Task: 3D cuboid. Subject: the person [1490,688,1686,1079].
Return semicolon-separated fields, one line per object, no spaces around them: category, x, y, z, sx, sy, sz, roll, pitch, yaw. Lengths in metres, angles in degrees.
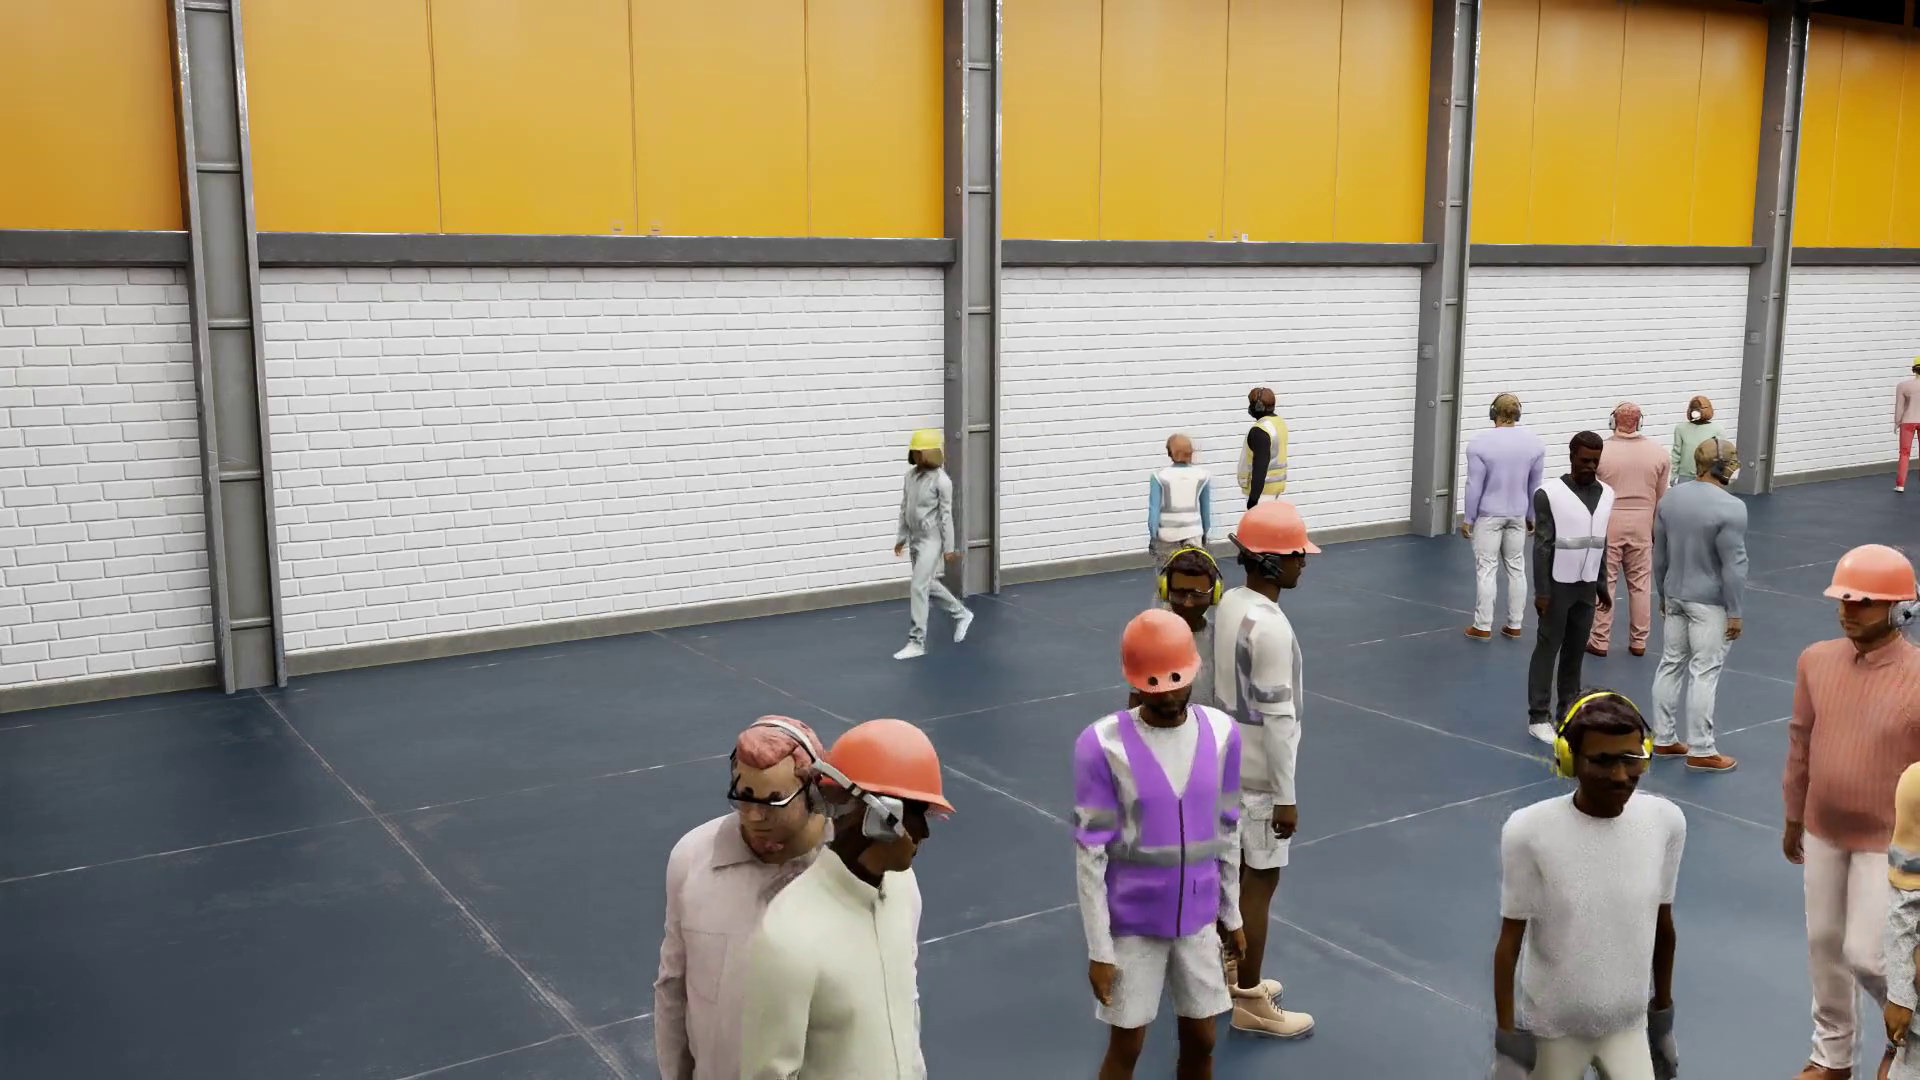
person;1.636;1.289;4.316;0.556;1.850;0.512;-1;9;-5

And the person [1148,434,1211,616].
person;1.731;-0.036;13.069;0.536;1.594;0.872;-1;10;-8

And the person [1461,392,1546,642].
person;4.177;-0.174;12.857;0.635;1.938;0.359;-2;10;-9

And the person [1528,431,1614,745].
person;3.742;0.280;10.208;0.587;1.914;0.391;-4;10;-25

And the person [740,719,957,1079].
person;-0.283;1.364;3.592;0.427;1.942;0.762;5;11;26

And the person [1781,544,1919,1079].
person;3.087;0.990;5.696;0.469;1.982;0.639;-5;11;-27

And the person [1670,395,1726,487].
person;7.271;-0.614;16.427;0.501;1.633;0.281;9;13;43

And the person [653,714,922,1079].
person;-0.419;1.335;3.892;0.639;1.902;0.407;2;10;12

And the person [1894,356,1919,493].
person;12.186;-1.469;21.186;0.522;1.769;0.310;5;11;27

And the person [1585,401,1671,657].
person;4.907;-0.078;12.380;0.643;1.910;0.400;0;9;3

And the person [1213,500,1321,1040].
person;1.153;0.860;6.320;0.373;2.043;0.615;-2;10;-9

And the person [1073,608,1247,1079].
person;0.622;1.147;5.028;0.580;1.917;0.382;-3;10;-19

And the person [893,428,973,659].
person;-0.194;-0.001;12.499;0.781;1.714;0.484;-7;12;-36

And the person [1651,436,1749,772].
person;4.270;0.366;9.617;0.362;1.936;0.631;-3;10;-19

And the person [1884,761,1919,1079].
person;2.798;1.216;4.506;0.543;1.933;0.369;1;9;7

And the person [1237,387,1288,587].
person;2.667;-0.434;14.729;0.429;1.839;0.634;5;11;27

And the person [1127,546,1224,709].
person;0.909;0.923;6.535;0.561;1.855;0.553;2;10;9
